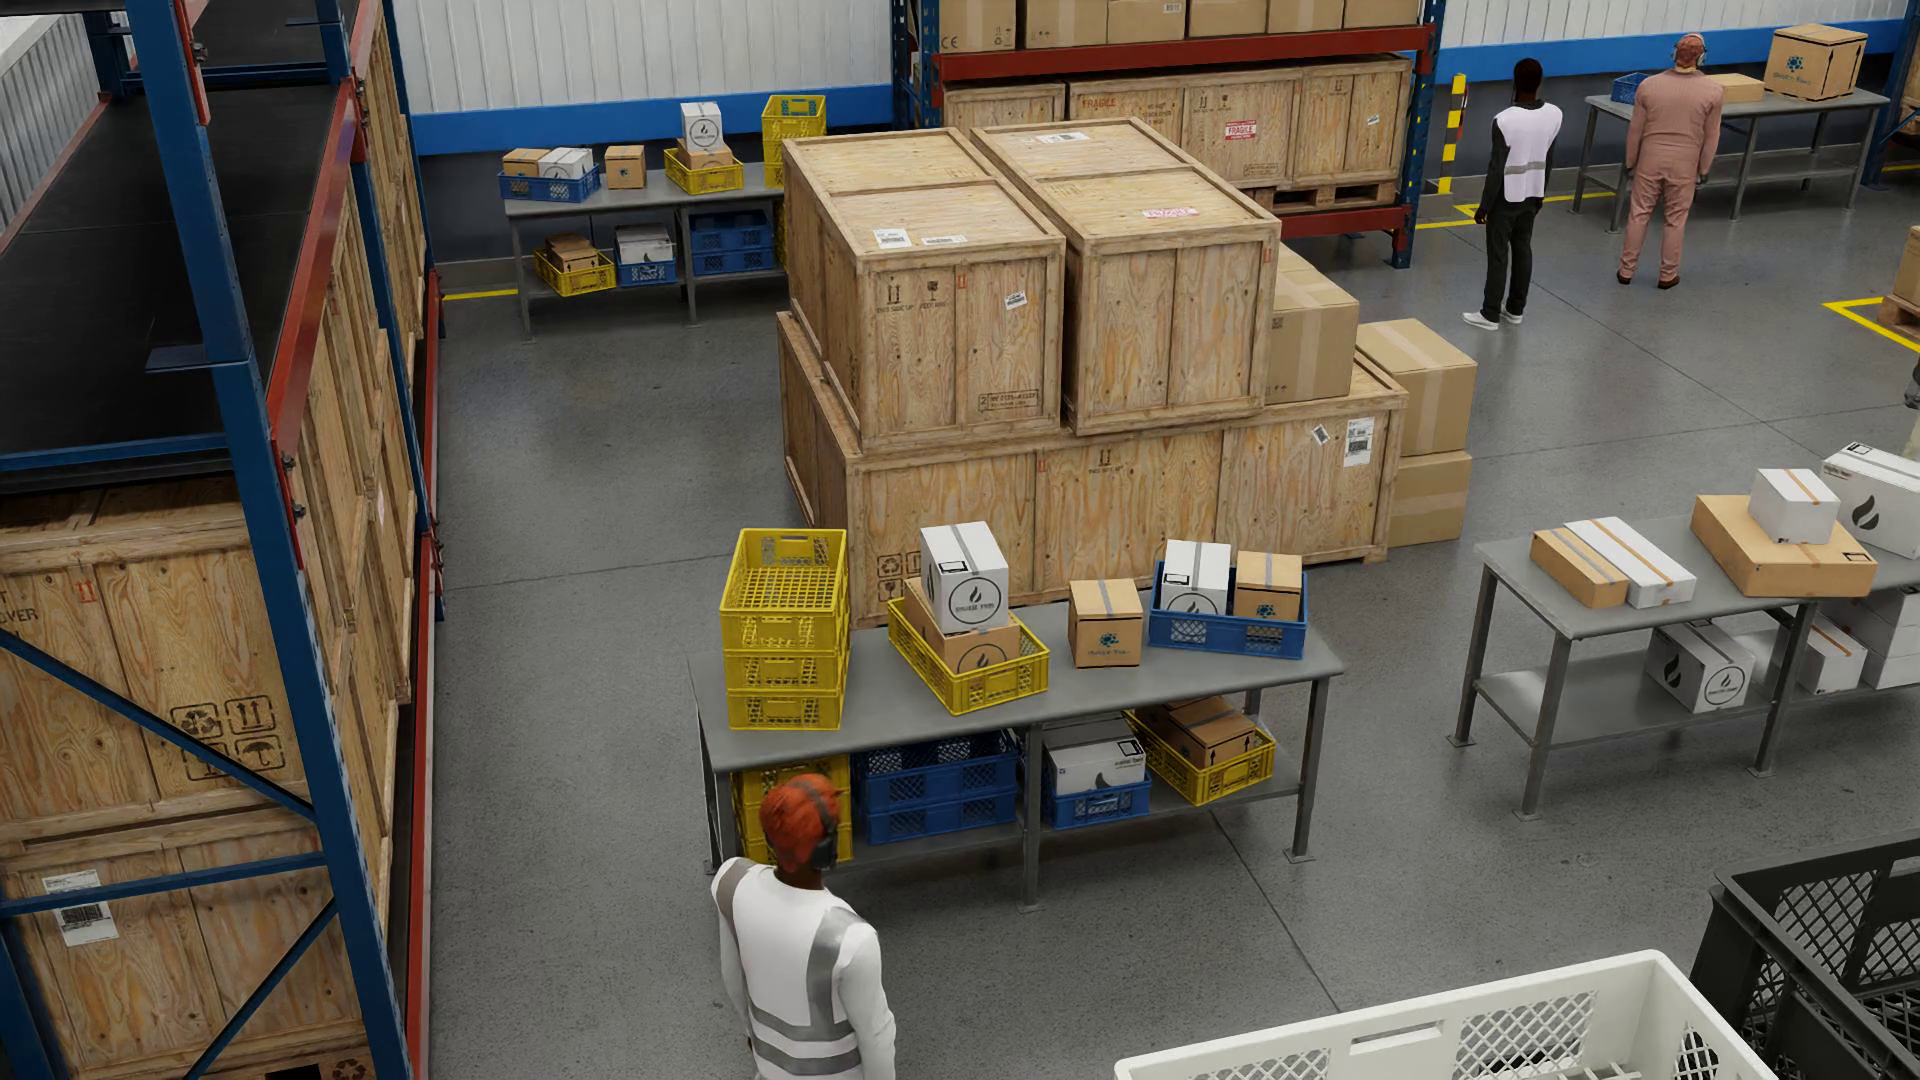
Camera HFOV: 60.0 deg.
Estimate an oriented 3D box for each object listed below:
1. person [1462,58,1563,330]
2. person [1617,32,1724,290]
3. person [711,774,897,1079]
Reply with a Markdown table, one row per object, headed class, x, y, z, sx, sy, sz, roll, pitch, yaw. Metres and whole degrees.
| class | x | y | z | sx | sy | sz | roll | pitch | yaw |
| --- | --- | --- | --- | --- | --- | --- | --- | --- | --- |
| person | 3.944 | -2.438 | 11.824 | 0.594 | 1.912 | 0.376 | -14 | 32 | -24 |
| person | 5.360 | -2.857 | 12.590 | 0.639 | 1.911 | 0.406 | 14 | 32 | 24 |
| person | -0.413 | 1.470 | 4.762 | 0.576 | 1.883 | 0.355 | 18 | 34 | 30 |
